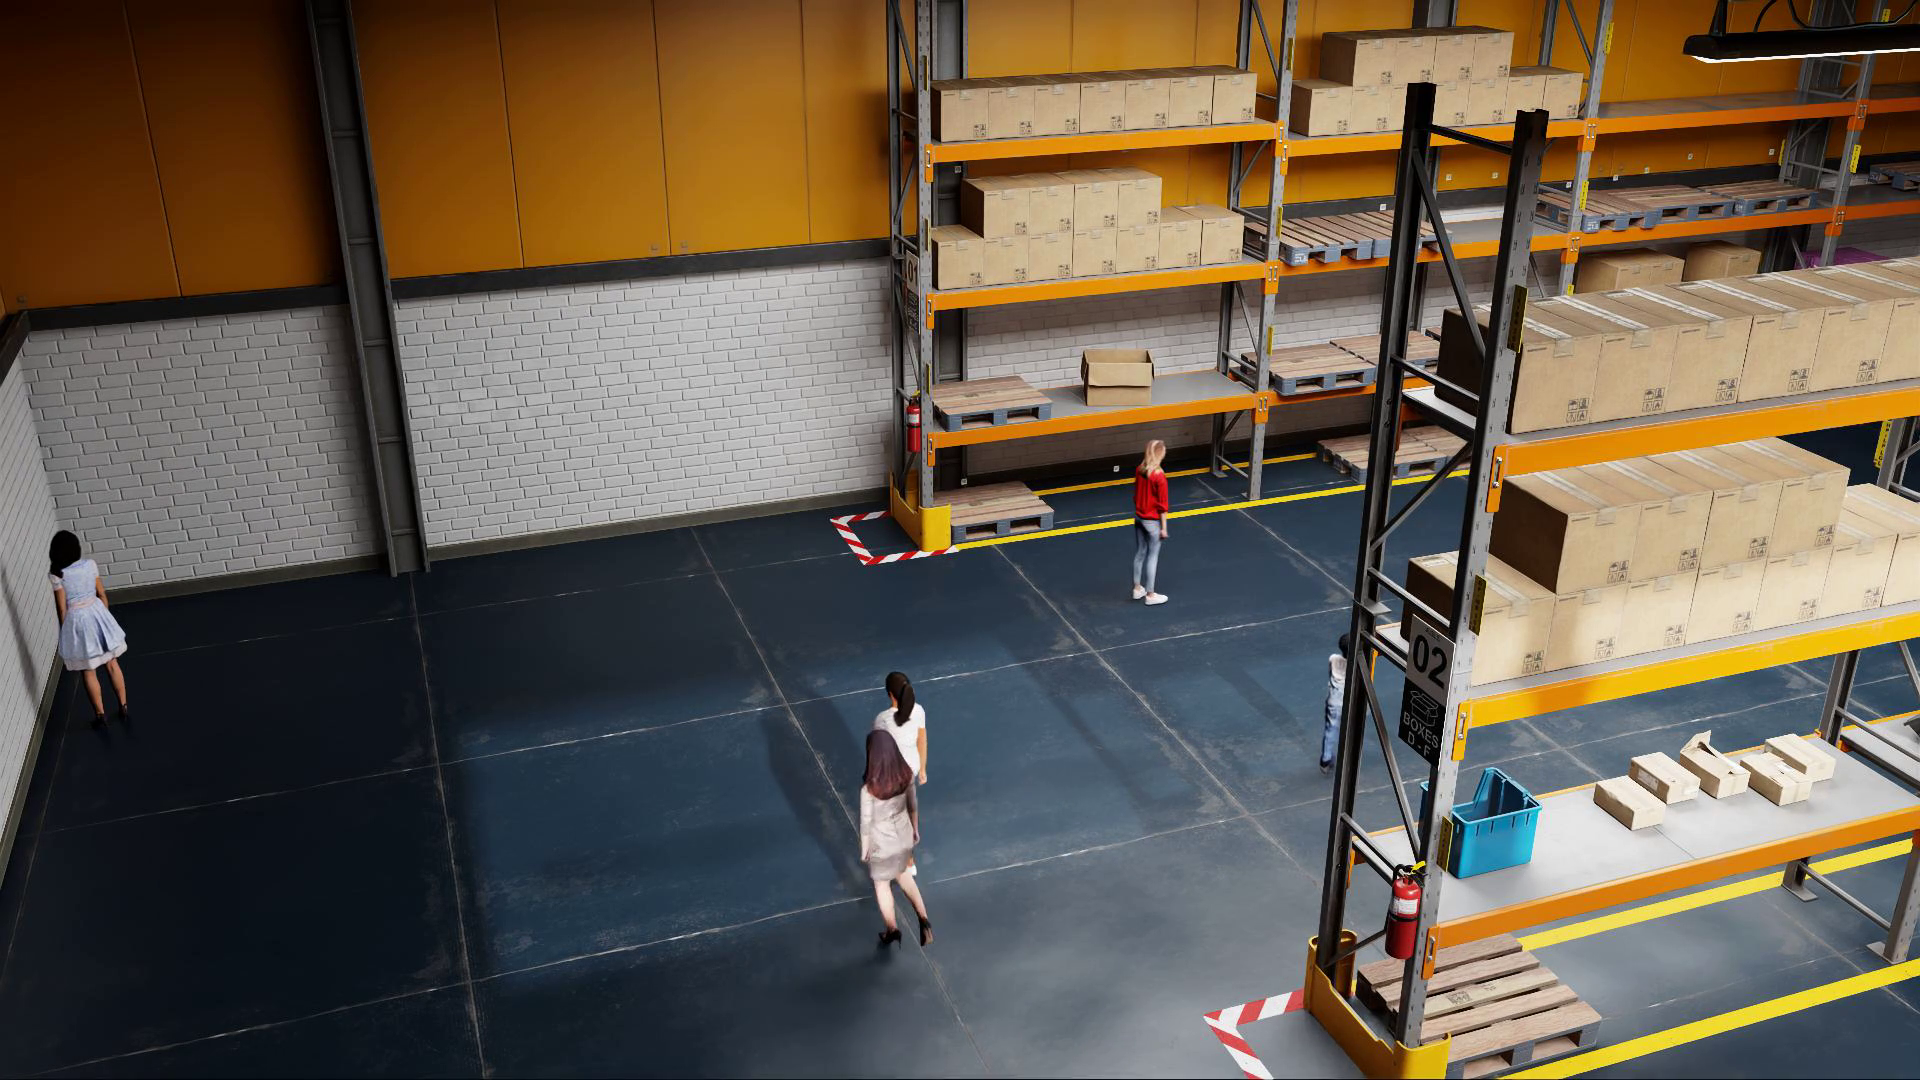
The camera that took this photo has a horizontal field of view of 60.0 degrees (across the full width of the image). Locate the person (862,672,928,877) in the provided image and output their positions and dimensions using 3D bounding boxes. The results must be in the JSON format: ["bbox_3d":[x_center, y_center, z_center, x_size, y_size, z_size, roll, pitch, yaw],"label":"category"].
[{"bbox_3d":[-0.404,1.738,12.185,0.750,1.624,0.752,-17,29,-33],"label":"person"}]

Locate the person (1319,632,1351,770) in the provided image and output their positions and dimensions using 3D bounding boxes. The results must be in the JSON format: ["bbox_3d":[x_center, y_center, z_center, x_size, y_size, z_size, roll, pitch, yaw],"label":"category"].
[{"bbox_3d":[3.121,1.325,13.588,0.556,1.258,0.604,16,28,33],"label":"person"}]

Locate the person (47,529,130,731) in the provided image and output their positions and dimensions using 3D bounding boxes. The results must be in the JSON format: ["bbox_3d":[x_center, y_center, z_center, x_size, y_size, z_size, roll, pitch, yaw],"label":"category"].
[{"bbox_3d":[-7.436,0.766,14.174,0.897,1.813,0.820,20,30,38],"label":"person"}]

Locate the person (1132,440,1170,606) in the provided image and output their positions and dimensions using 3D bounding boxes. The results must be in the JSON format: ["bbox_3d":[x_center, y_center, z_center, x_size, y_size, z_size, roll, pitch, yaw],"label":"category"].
[{"bbox_3d":[1.873,-0.184,16.483,0.581,1.704,0.655,-14,27,-29],"label":"person"}]

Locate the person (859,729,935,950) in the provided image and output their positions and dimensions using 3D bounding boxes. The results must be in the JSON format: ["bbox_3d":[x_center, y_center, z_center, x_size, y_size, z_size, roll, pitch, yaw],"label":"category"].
[{"bbox_3d":[-0.429,2.142,11.252,0.812,1.632,0.800,-15,28,-31],"label":"person"}]
